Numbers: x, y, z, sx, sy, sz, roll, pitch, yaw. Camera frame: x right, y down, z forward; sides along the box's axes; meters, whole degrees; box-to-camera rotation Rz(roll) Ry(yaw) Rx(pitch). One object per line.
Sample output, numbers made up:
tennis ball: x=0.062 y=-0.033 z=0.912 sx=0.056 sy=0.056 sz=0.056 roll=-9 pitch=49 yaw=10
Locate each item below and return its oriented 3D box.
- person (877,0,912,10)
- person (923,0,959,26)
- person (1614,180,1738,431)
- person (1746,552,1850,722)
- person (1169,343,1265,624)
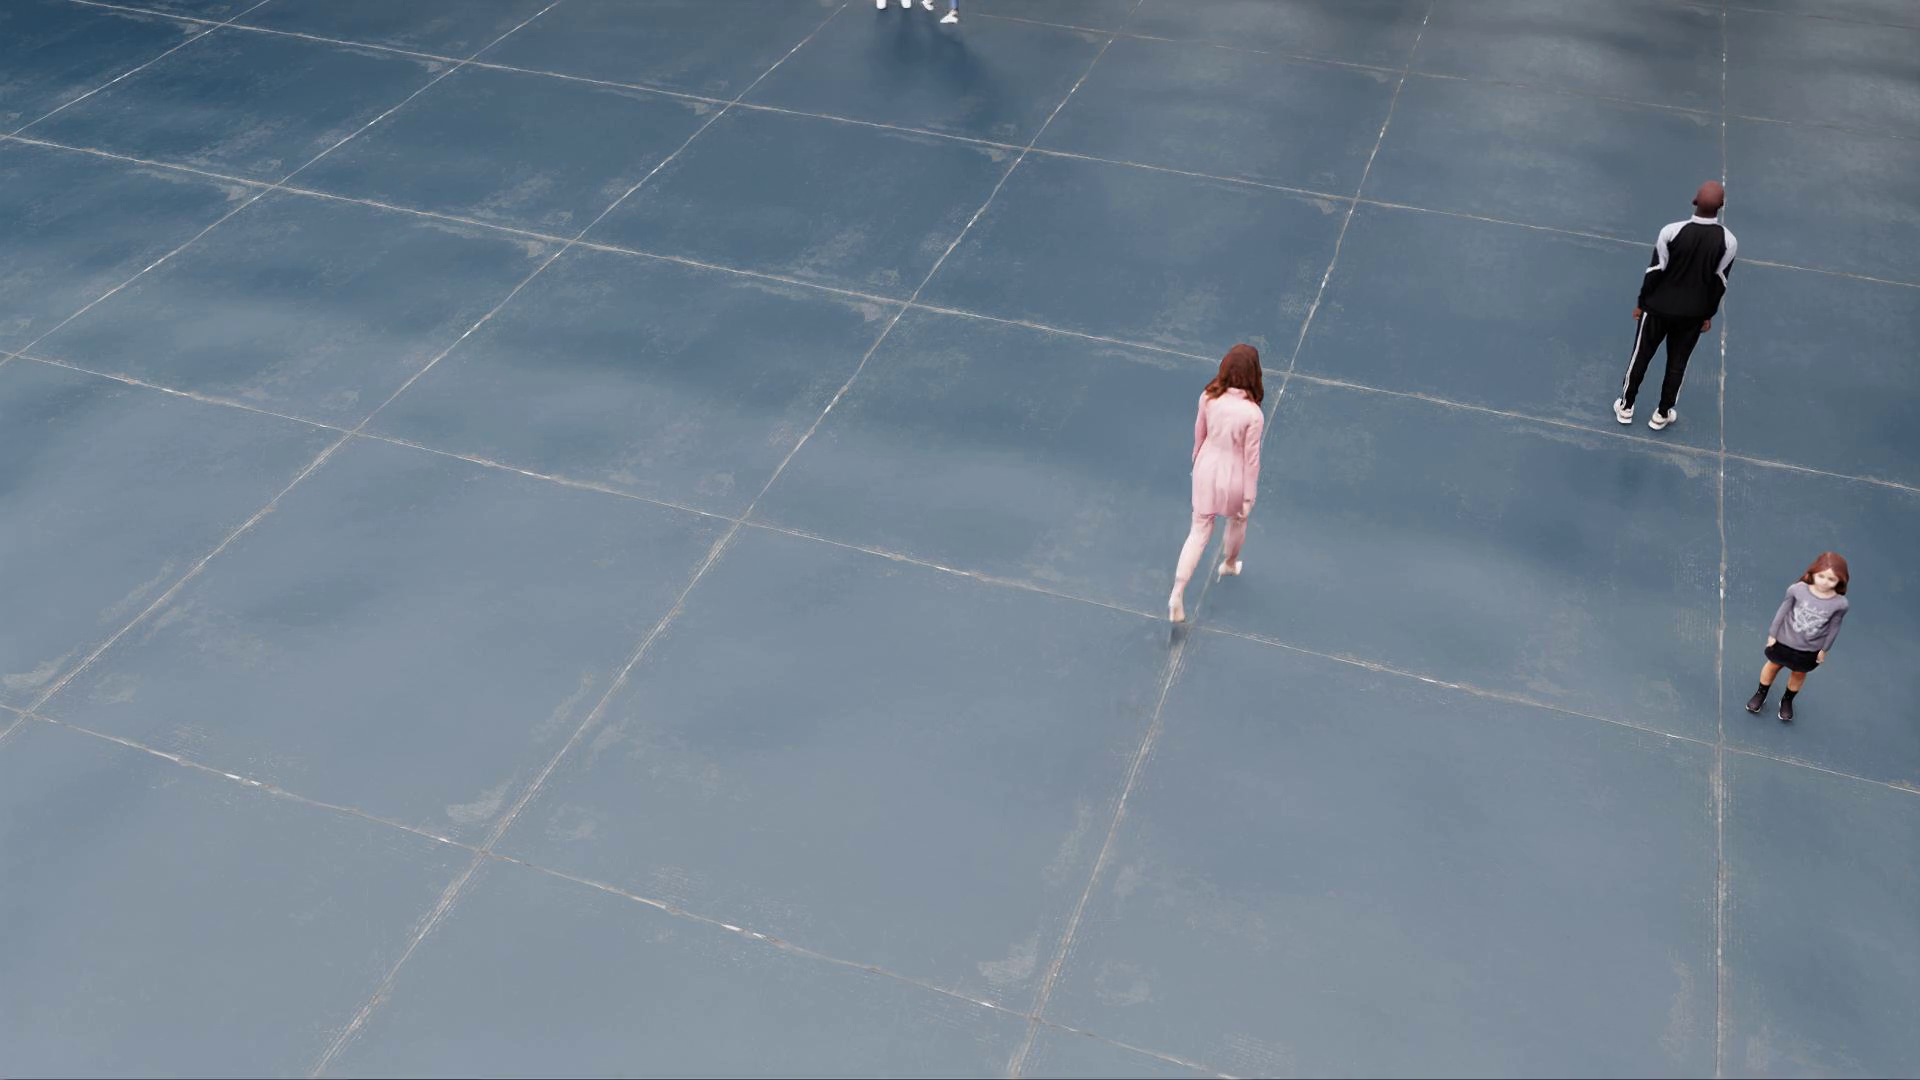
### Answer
person: x=-0.719 y=-6.475 z=17.611 sx=0.715 sy=1.632 sz=0.705 roll=-4 pitch=38 yaw=-5
person: x=-0.191 y=-6.172 z=17.134 sx=1.068 sy=1.743 sz=1.267 roll=-14 pitch=40 yaw=-18
person: x=4.811 y=-1.575 z=11.189 sx=0.655 sy=1.828 sz=0.531 roll=14 pitch=40 yaw=18
person: x=4.611 y=0.515 z=9.103 sx=0.491 sy=1.106 sz=0.473 roll=17 pitch=41 yaw=21
person: x=1.461 y=-0.280 z=9.584 sx=0.838 sy=1.766 sz=1.196 roll=23 pitch=44 yaw=27
